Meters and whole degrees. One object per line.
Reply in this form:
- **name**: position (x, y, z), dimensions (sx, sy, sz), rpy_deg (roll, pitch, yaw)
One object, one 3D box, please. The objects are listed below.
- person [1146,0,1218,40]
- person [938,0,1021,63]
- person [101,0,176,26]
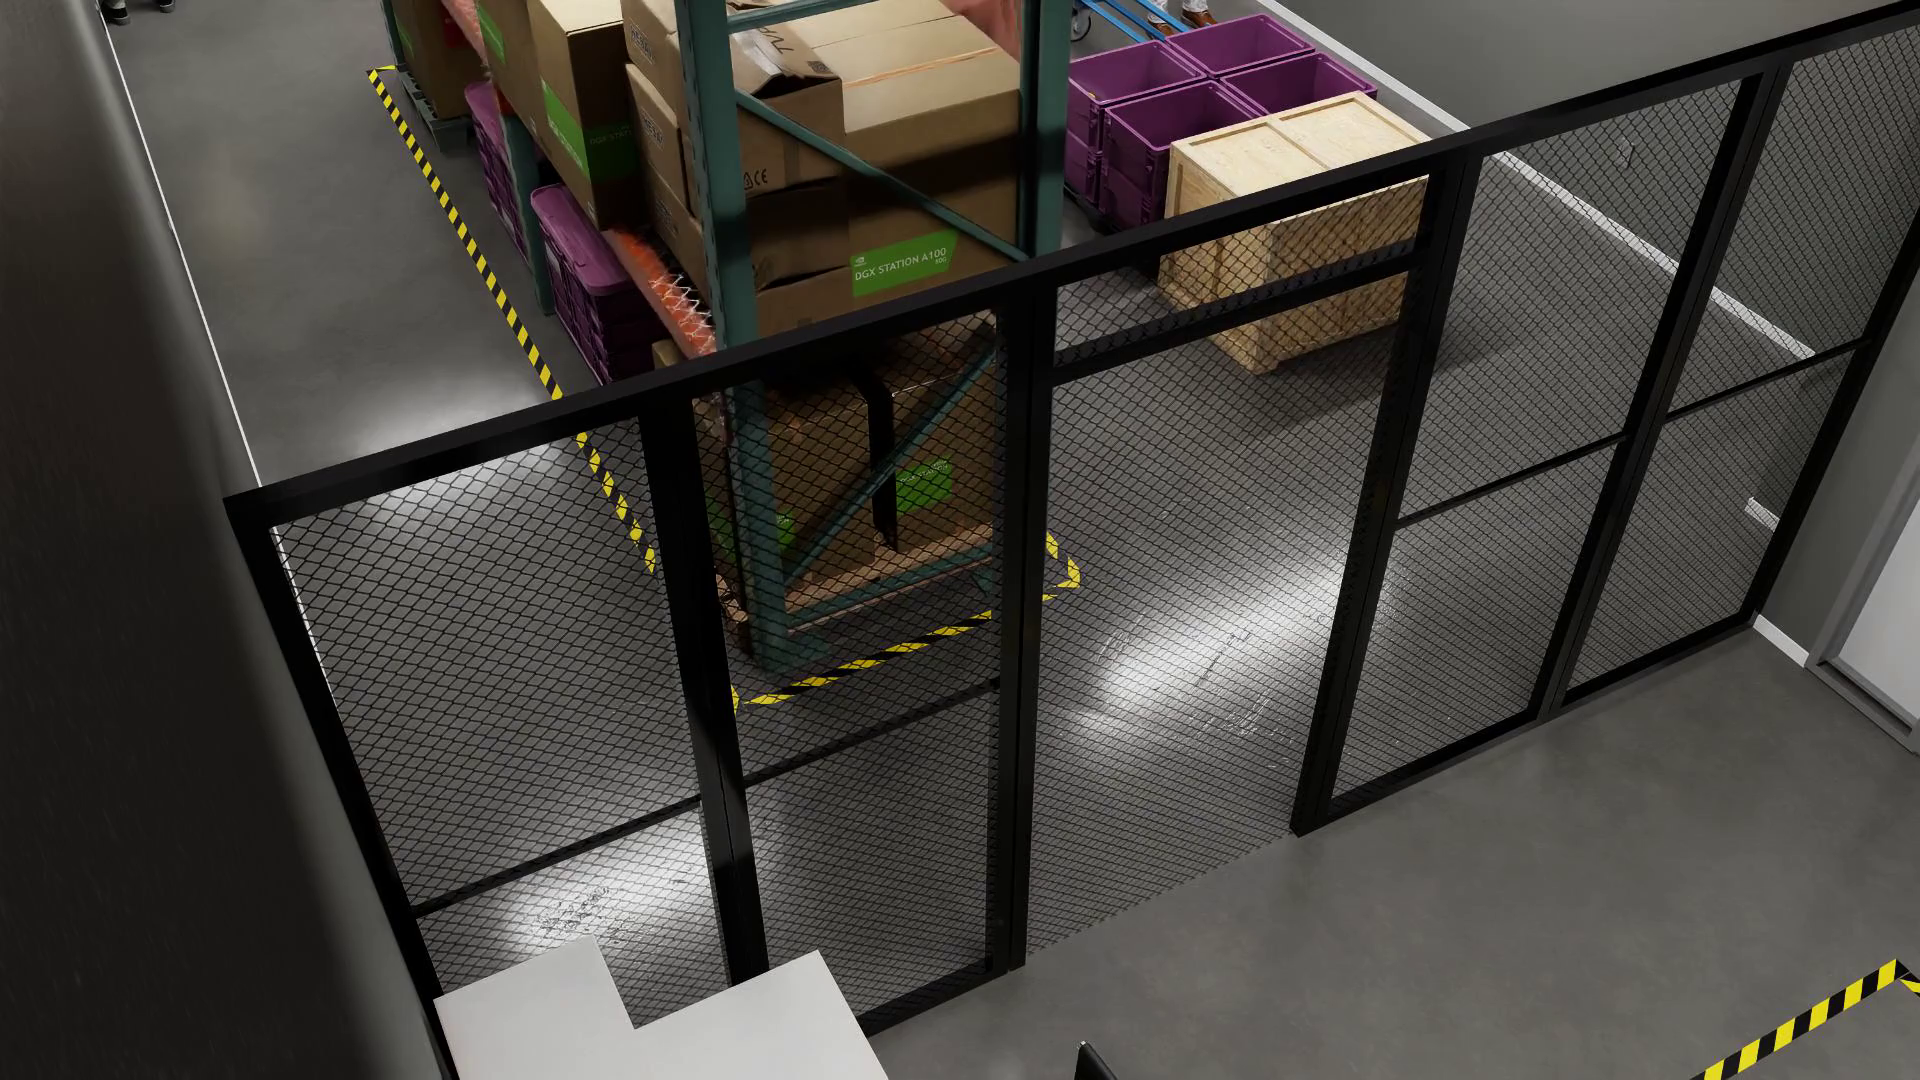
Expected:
- **person**: position (1.274, -3.628, 8.915), dimensions (0.632, 1.940, 0.372), rpy_deg (-22, 47, -22)
- **person**: position (0.085, -1.861, 6.982), dimensions (0.631, 1.945, 0.850), rpy_deg (-32, 51, -30)
- **person**: position (-4.812, -3.776, 9.153), dimensions (0.600, 1.831, 0.404), rpy_deg (-27, 49, -26)
